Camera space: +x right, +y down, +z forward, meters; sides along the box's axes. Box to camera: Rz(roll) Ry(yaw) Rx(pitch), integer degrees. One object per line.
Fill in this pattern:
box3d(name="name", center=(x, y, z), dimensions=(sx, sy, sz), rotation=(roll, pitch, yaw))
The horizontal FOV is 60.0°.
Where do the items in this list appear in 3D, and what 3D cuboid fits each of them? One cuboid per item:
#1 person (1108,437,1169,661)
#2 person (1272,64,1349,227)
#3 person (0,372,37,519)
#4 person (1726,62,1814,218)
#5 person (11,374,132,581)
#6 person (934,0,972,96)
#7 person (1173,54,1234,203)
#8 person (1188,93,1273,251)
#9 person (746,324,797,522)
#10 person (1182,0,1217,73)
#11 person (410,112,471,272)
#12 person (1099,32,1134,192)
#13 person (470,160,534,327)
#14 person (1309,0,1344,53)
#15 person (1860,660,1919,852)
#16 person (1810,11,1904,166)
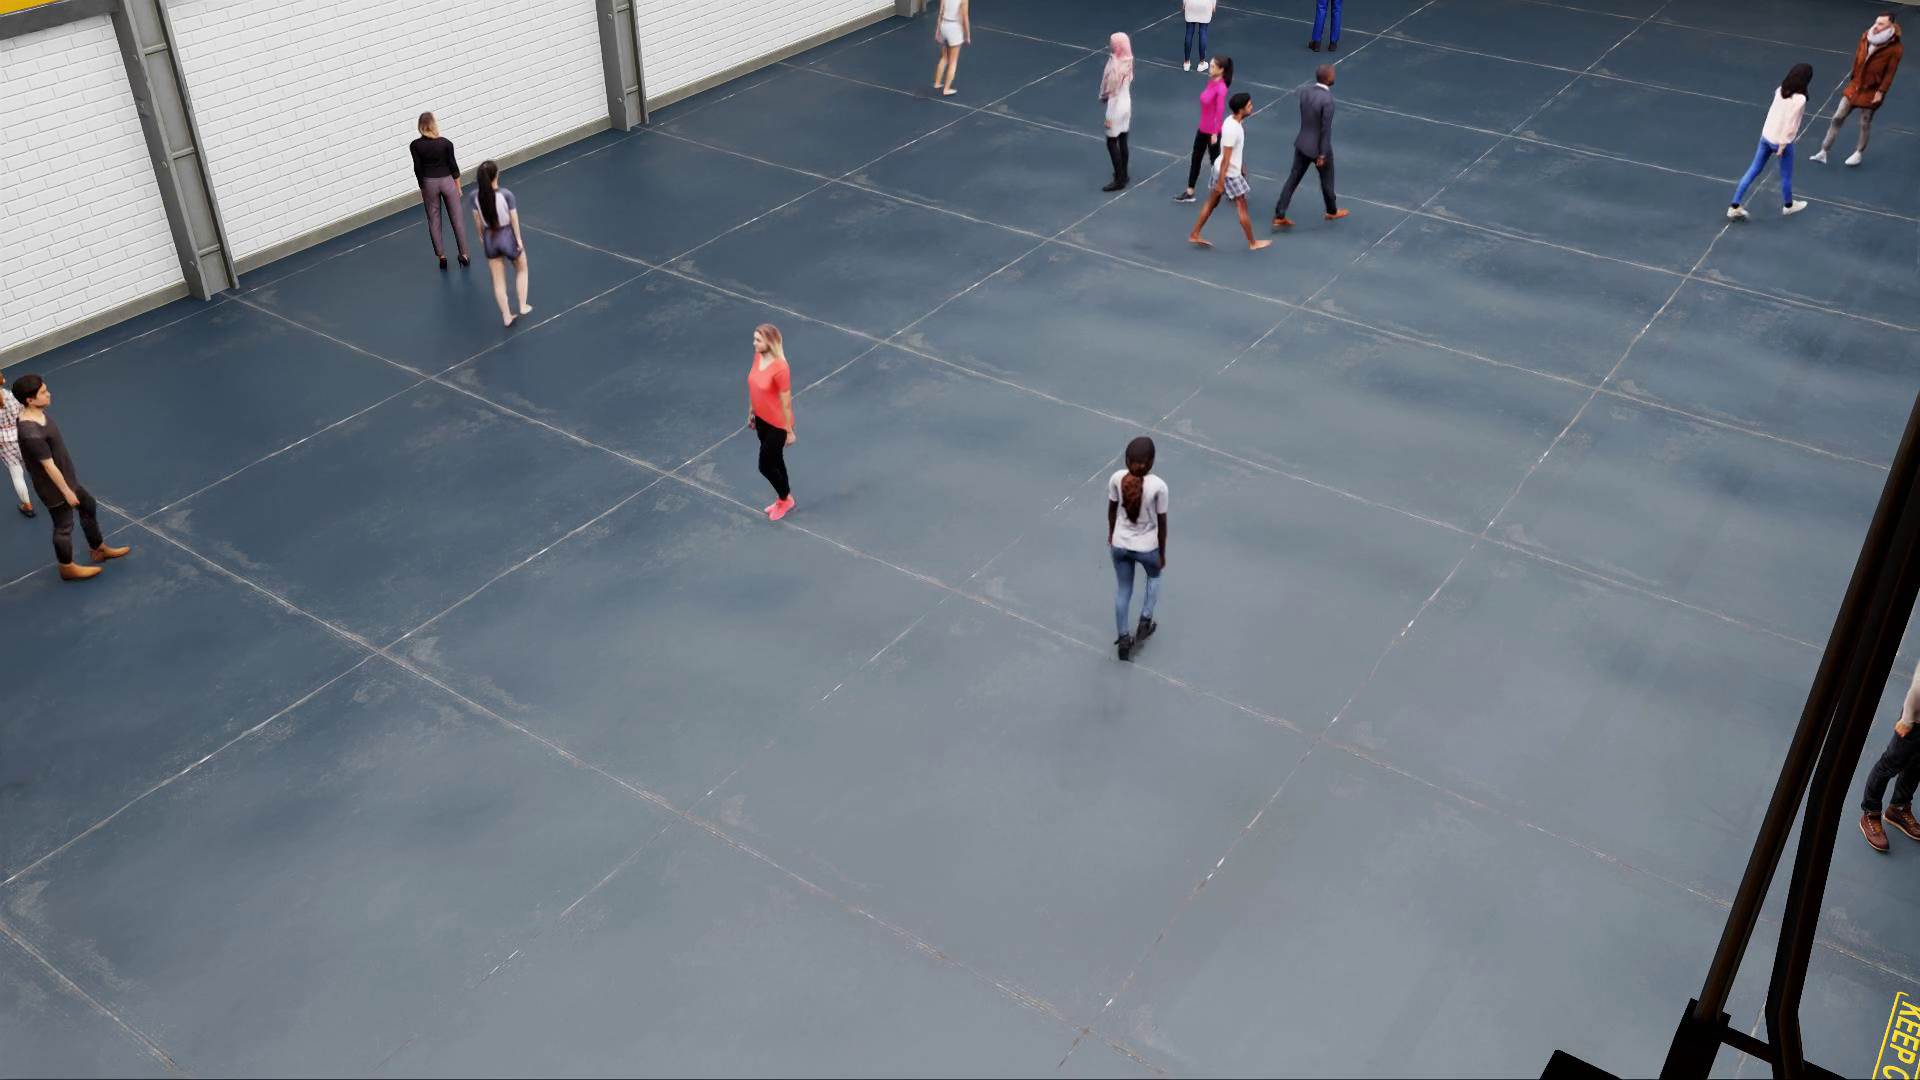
box3d(name="person", center=(1.192, 0.093, 11.491), dimensions=(0.694, 1.711, 0.765), rotation=(13, 36, 18))
box3d(name="person", center=(3.719, -4.173, 17.849), dimensions=(1.306, 1.777, 1.065), rotation=(-16, 37, -22))
box3d(name="person", center=(-7.495, -0.793, 13.183), dimensions=(0.524, 1.312, 0.638), rotation=(-26, 42, -33))
box3d(name="person", center=(8.791, -4.291, 18.082), dimensions=(1.206, 1.715, 1.103), rotation=(-8, 34, -12))
box3d(name="person", center=(-6.775, -0.439, 12.300), dimensions=(0.880, 1.700, 0.815), rotation=(-13, 36, -19))
box3d(name="person", center=(-0.150, -6.598, 21.648), dimensions=(0.626, 1.610, 0.605), rotation=(16, 37, 22))
box3d(name="person", center=(2.877, -4.544, 18.500), dimensions=(1.088, 1.674, 0.997), rotation=(-8, 34, -12))
box3d(name="person", center=(2.725, -3.832, 17.415), dimensions=(1.077, 1.688, 1.155), rotation=(3, 34, 5))
box3d(name="person", center=(-1.386, -0.935, 13.066), dimensions=(0.702, 1.680, 0.689), rotation=(-22, 40, -30))
box3d(name="person", center=(3.227, -7.240, 22.465), dimensions=(0.668, 1.776, 0.625), rotation=(10, 35, 15))
box3d(name="person", center=(-5.323, -3.565, 17.030), dimensions=(0.659, 1.672, 0.729), rotation=(-7, 34, -11))
box3d(name="person", center=(1.816, -4.867, 18.874), dimensions=(0.799, 1.798, 0.522), rotation=(26, 41, 33))
box3d(name="person", center=(-4.408, -2.799, 15.909), dimensions=(0.752, 1.636, 0.802), rotation=(2, 34, 2))
box3d(name="person", center=(5.178, -7.775, 23.205), dimensions=(0.721, 1.847, 0.746), rotation=(1, 34, 1))
box3d(name="person", center=(5.813, 1.030, 9.940), dimensions=(0.724, 1.867, 0.808), rotation=(-9, 35, -13))
box3d(name="person", center=(10.653, -5.262, 19.461), dimensions=(1.097, 1.807, 0.903), rotation=(-22, 39, -29))
